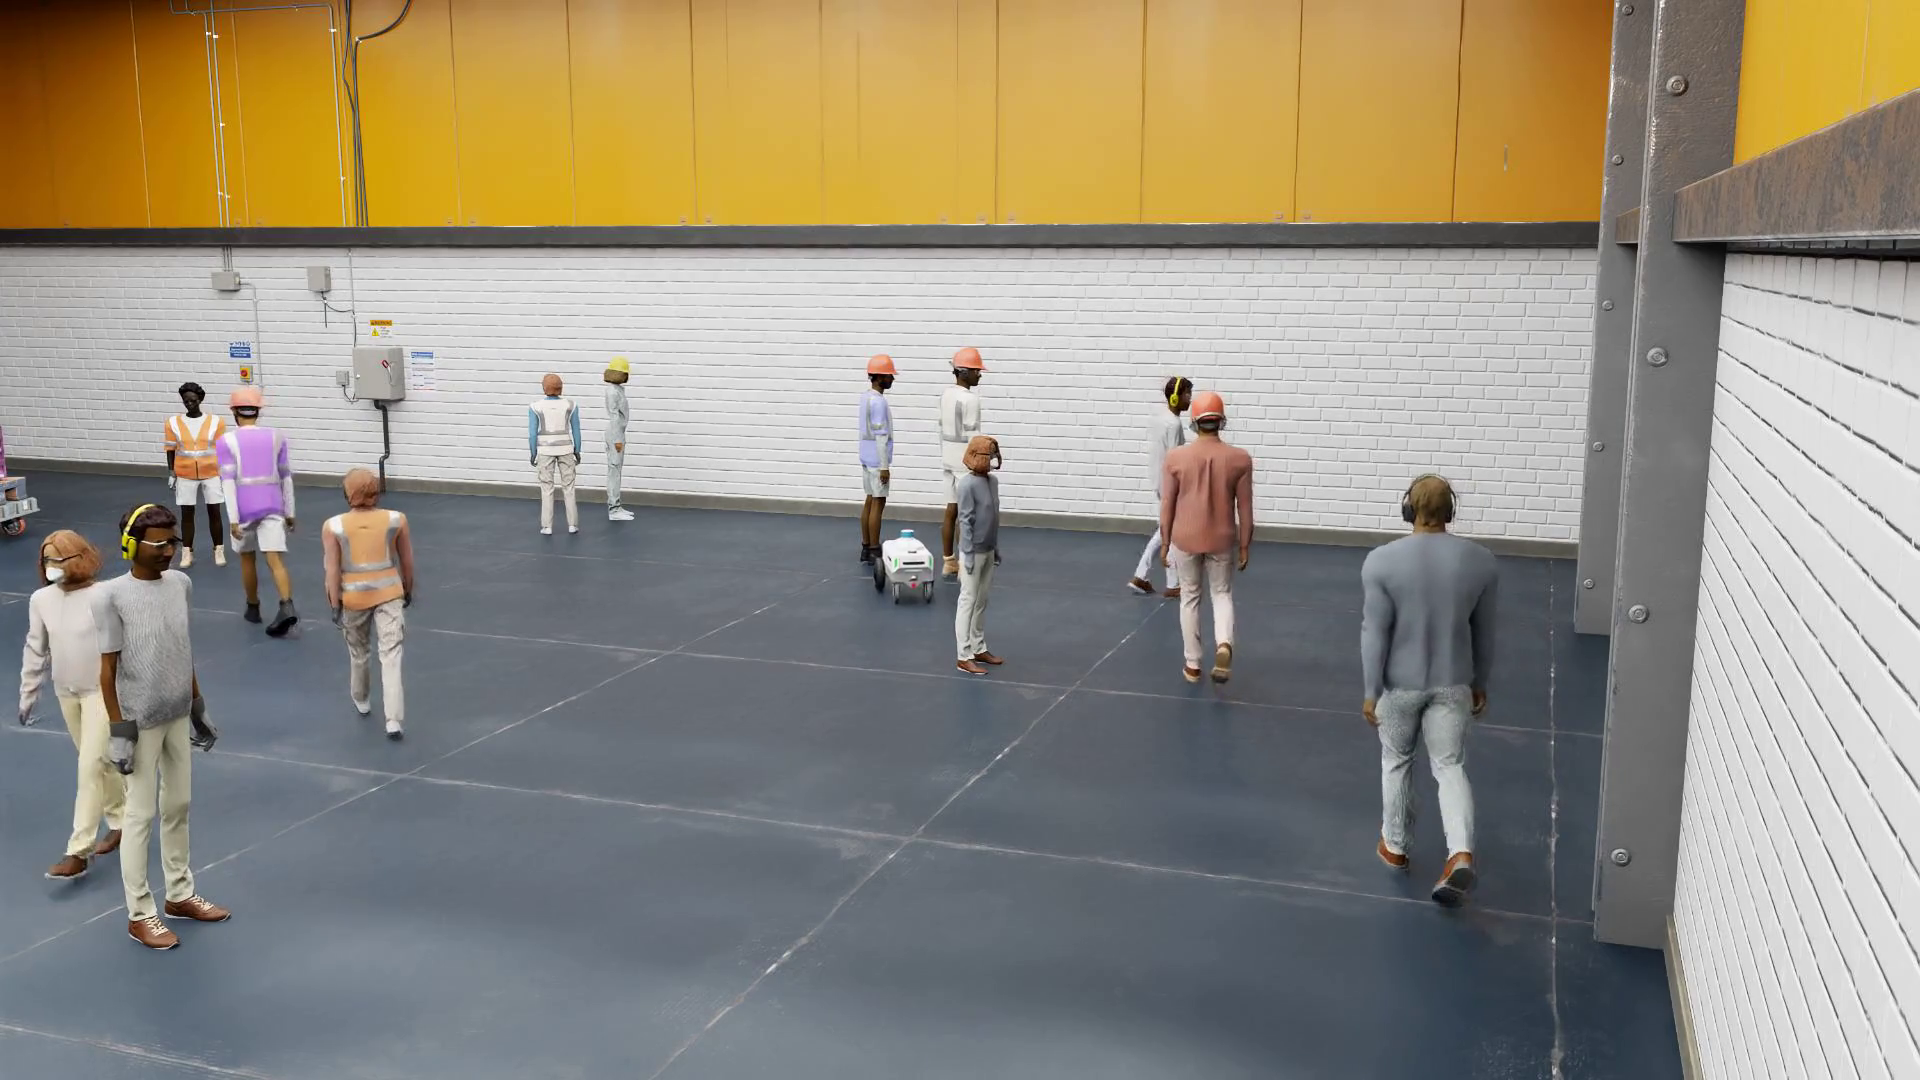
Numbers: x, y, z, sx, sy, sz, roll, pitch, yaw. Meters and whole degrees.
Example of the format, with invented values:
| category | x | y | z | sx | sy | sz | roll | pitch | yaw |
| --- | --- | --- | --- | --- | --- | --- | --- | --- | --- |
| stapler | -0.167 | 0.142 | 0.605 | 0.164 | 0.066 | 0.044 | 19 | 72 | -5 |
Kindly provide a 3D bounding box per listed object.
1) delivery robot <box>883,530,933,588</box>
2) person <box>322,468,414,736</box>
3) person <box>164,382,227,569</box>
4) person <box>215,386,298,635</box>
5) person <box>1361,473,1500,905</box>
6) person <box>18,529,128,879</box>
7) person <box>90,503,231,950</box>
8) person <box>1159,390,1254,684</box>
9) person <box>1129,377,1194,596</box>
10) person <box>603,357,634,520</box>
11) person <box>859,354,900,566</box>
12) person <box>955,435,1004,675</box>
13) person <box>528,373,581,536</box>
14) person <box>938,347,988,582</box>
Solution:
| category | x | y | z | sx | sy | sz | roll | pitch | yaw |
| --- | --- | --- | --- | --- | --- | --- | --- | --- | --- |
| delivery robot | -0.437 | 0.158 | 13.850 | 0.477 | 0.478 | 0.707 | -2 | 10 | -10 |
| person | -3.560 | 0.362 | 10.058 | 0.510 | 1.590 | 0.904 | -4 | 11 | -22 |
| person | -6.906 | -0.586 | 15.087 | 0.538 | 1.695 | 0.320 | -4 | 11 | -20 |
| person | -5.293 | -0.225 | 12.629 | 0.558 | 1.871 | 1.003 | -8 | 13 | -37 |
| person | 2.120 | 0.662 | 7.482 | 0.637 | 1.912 | 0.870 | 0 | 10 | 0 |
| person | -4.150 | 0.763 | 7.744 | 0.517 | 1.603 | 0.775 | 3 | 10 | 14 |
| person | -3.366 | 0.765 | 7.014 | 0.328 | 1.865 | 0.517 | 3 | 11 | 18 |
| person | 1.627 | 0.004 | 10.992 | 0.618 | 1.977 | 0.619 | 0 | 10 | 2 |
| person | 1.729 | -0.423 | 13.843 | 0.599 | 1.853 | 0.573 | -2 | 10 | -9 |
| person | -3.641 | -1.084 | 17.785 | 0.311 | 1.735 | 0.483 | -2 | 10 | -9 |
| person | -0.731 | -0.733 | 15.238 | 0.371 | 1.935 | 0.551 | -3 | 11 | -17 |
| person | 0.142 | 0.090 | 11.453 | 0.282 | 1.634 | 0.498 | 5 | 11 | 26 |
| person | -4.084 | -0.859 | 16.794 | 0.524 | 1.637 | 0.306 | -4 | 11 | -20 |
| person | 0.038 | -0.657 | 14.521 | 0.394 | 2.040 | 0.609 | -5 | 11 | -26 |
